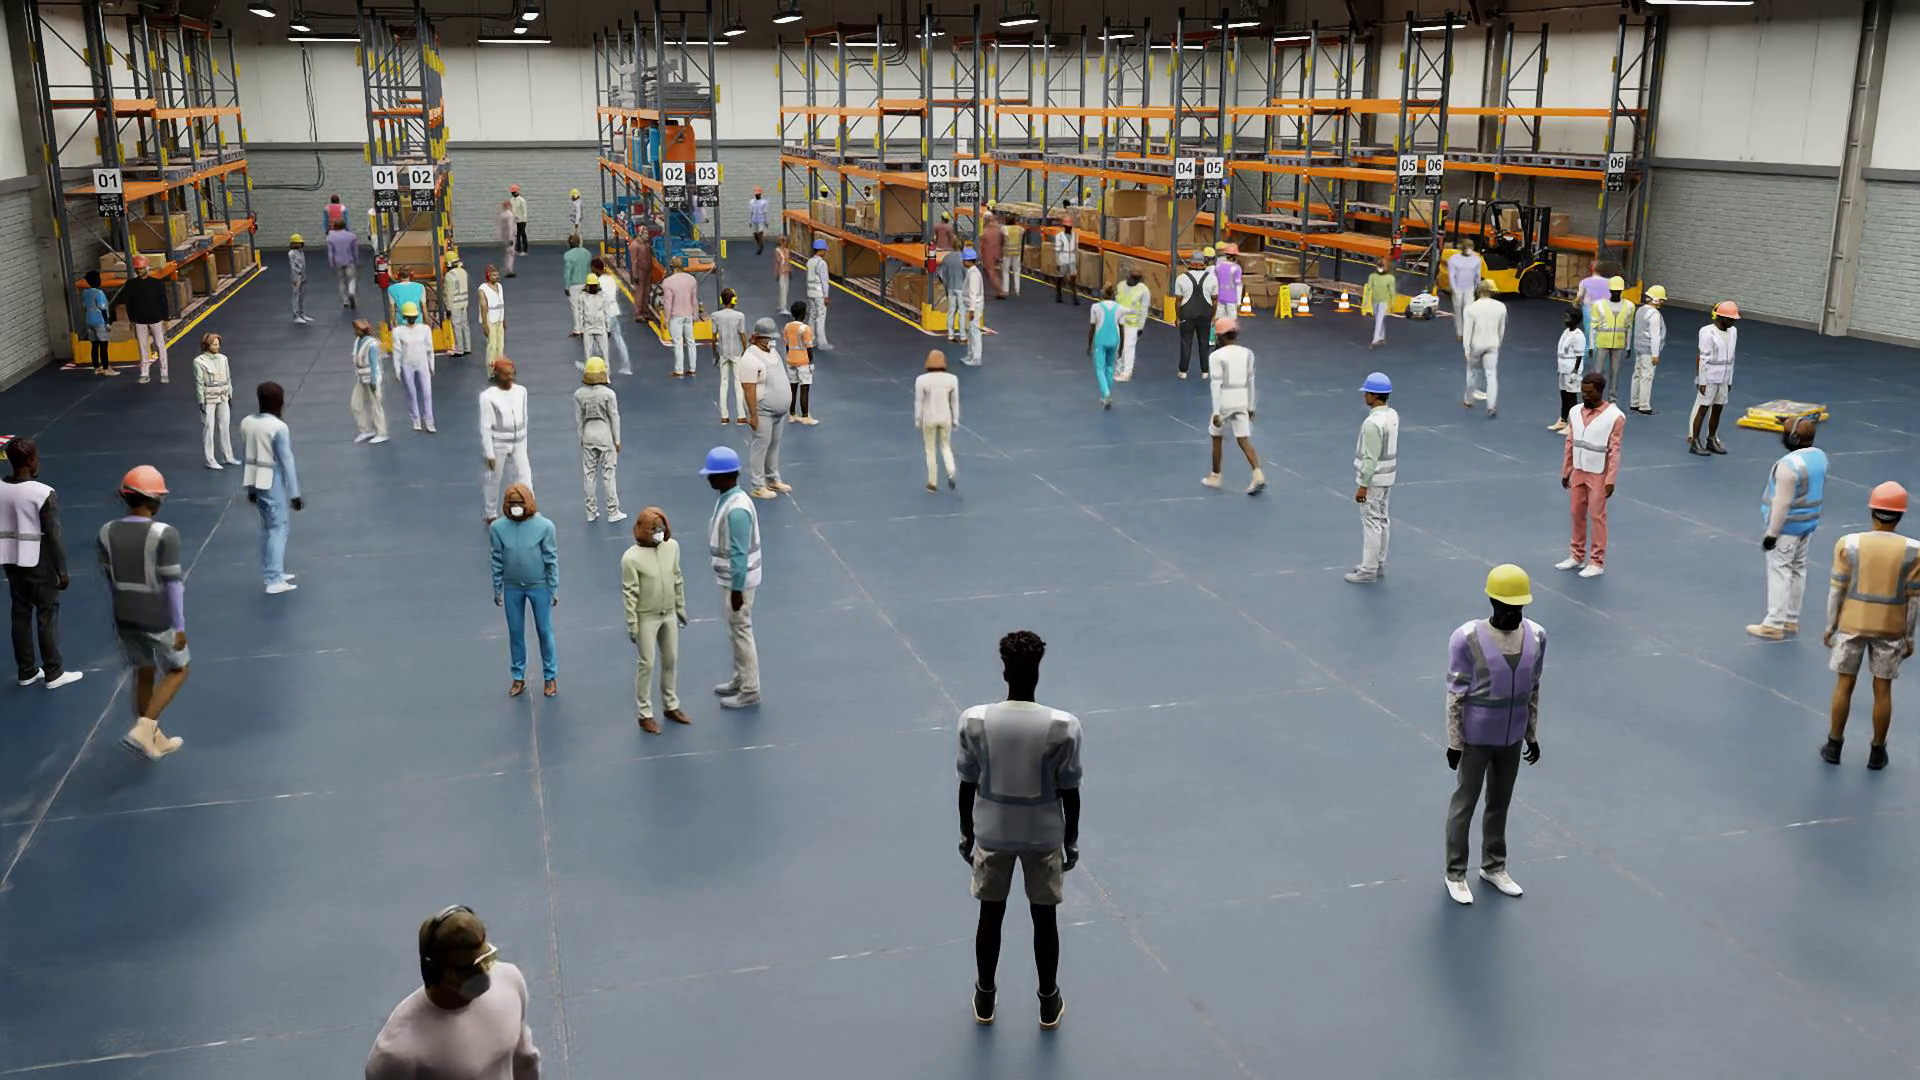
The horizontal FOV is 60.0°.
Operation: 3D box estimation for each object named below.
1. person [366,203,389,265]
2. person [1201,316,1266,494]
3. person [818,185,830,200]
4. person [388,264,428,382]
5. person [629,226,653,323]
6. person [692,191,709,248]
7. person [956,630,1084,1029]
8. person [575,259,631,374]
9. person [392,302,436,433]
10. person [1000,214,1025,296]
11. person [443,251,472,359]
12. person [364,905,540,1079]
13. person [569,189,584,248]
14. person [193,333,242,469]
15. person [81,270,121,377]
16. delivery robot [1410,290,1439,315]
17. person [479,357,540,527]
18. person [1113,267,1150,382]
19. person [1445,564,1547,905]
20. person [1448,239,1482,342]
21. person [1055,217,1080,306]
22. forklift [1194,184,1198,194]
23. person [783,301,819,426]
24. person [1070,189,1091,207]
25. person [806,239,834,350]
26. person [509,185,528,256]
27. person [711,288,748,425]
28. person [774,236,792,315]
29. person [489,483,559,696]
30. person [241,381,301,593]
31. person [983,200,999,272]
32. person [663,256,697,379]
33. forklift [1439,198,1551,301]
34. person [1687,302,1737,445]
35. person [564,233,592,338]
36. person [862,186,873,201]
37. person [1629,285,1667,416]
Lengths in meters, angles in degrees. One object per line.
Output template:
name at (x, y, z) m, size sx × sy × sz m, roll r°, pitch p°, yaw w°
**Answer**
person at (-15.071, -7.935, 43.253) m, size 0.649 × 1.799 × 0.926 m, roll -5°, pitch 16°, yaw -18°
person at (3.123, -1.499, 18.700) m, size 0.629 × 1.998 × 0.928 m, roll -8°, pitch 17°, yaw -26°
person at (-3.916, -9.249, 47.962) m, size 0.374 × 1.924 × 0.594 m, roll -3°, pitch 15°, yaw -11°
person at (-8.621, -3.386, 26.050) m, size 0.565 × 1.846 × 0.390 m, roll -6°, pitch 16°, yaw -21°
person at (-6.306, -5.287, 33.121) m, size 0.401 × 1.894 × 0.655 m, roll 5°, pitch 16°, yaw 18°
person at (-7.703, -9.518, 49.063) m, size 0.613 × 1.882 × 0.953 m, roll 14°, pitch 20°, yaw 42°
person at (0.282, 1.379, 7.917) m, size 0.604 × 1.957 × 0.387 m, roll 2°, pitch 15°, yaw 9°
person at (-5.771, -3.597, 26.821) m, size 0.995 × 1.851 × 0.645 m, roll 6°, pitch 16°, yaw 22°
person at (-7.227, -2.275, 22.076) m, size 0.543 × 1.727 × 0.826 m, roll -7°, pitch 16°, yaw -25°
person at (1.146, -6.424, 37.517) m, size 0.650 × 1.830 × 0.432 m, roll -5°, pitch 16°, yaw -19°
person at (-8.628, -4.021, 28.472) m, size 0.403 × 1.827 × 0.601 m, roll 4°, pitch 15°, yaw 14°
person at (-1.601, 2.061, 5.396) m, size 0.369 × 1.934 × 0.631 m, roll 7°, pitch 17°, yaw 26°
person at (-11.013, -9.165, 47.817) m, size 0.404 × 1.836 × 0.590 m, roll -3°, pitch 15°, yaw -11°
person at (-8.965, -1.671, 20.014) m, size 0.313 × 1.634 × 0.514 m, roll 6°, pitch 16°, yaw 21°
person at (-13.782, -3.459, 26.611) m, size 0.530 × 1.697 × 0.321 m, roll 9°, pitch 18°, yaw 32°
delivery robot at (9.423, -4.815, 33.723) m, size 0.477 × 0.478 × 0.707 m, roll 13°, pitch 19°, yaw 39°
person at (-4.583, -0.933, 16.852) m, size 1.045 × 1.827 × 0.590 m, roll 13°, pitch 20°, yaw 41°
person at (2.636, -3.382, 26.129) m, size 0.669 × 1.815 × 0.431 m, roll 13°, pitch 20°, yaw 40°
person at (2.948, 1.059, 9.171) m, size 0.588 × 1.927 × 0.371 m, roll -5°, pitch 16°, yaw -17°
person at (9.139, -4.493, 30.136) m, size 0.630 × 1.879 × 0.984 m, roll 2°, pitch 15°, yaw 8°
person at (2.311, -6.007, 35.851) m, size 0.567 × 1.882 × 1.014 m, roll -4°, pitch 15°, yaw -16°
forklift at (7.392, -11.333, 53.972) m, size 1.873 × 2.768 × 1.129 m, roll -4°, pitch 15°, yaw -15°
person at (-2.174, -2.404, 22.638) m, size 0.535 × 1.699 × 0.318 m, roll 14°, pitch 20°, yaw 42°
person at (3.454, -9.175, 47.688) m, size 0.613 × 1.926 × 0.665 m, roll 3°, pitch 15°, yaw 10°
person at (-2.501, -4.347, 29.485) m, size 0.402 × 1.942 × 0.605 m, roll -10°, pitch 18°, yaw -32°
person at (-12.493, -9.033, 47.019) m, size 0.616 × 1.990 × 0.393 m, roll 11°, pitch 19°, yaw 36°
person at (-3.131, -2.498, 22.680) m, size 0.520 × 1.865 × 0.328 m, roll 3°, pitch 15°, yaw 9°
person at (-3.683, -5.491, 34.444) m, size 0.512 × 1.603 × 0.549 m, roll 5°, pitch 16°, yaw 17°
person at (-3.224, 0.365, 12.359) m, size 0.500 × 1.627 × 0.278 m, roll 0°, pitch 15°, yaw 0°
person at (-6.231, -0.484, 15.025) m, size 0.607 × 1.918 × 0.393 m, roll 10°, pitch 18°, yaw 33°
person at (0.790, -7.835, 42.838) m, size 0.403 × 1.822 × 0.589 m, roll -4°, pitch 15°, yaw -16°
person at (-4.447, -3.532, 26.422) m, size 0.627 × 1.940 × 0.371 m, roll -14°, pitch 20°, yaw -42°
forklift at (11.913, -6.508, 37.130) m, size 2.313 × 2.155 × 1.214 m, roll -4°, pitch 15°, yaw -15°
person at (9.652, -2.124, 21.291) m, size 0.501 × 1.861 × 0.327 m, roll -2°, pitch 15°, yaw -8°
person at (-7.103, -4.732, 30.962) m, size 0.369 × 1.932 × 0.636 m, roll 11°, pitch 18°, yaw 35°
person at (-2.698, -9.538, 49.192) m, size 0.510 × 1.859 × 0.332 m, roll 10°, pitch 18°, yaw 33°
person at (9.670, -2.656, 23.349) m, size 0.403 × 1.823 × 0.586 m, roll -1°, pitch 15°, yaw -3°
